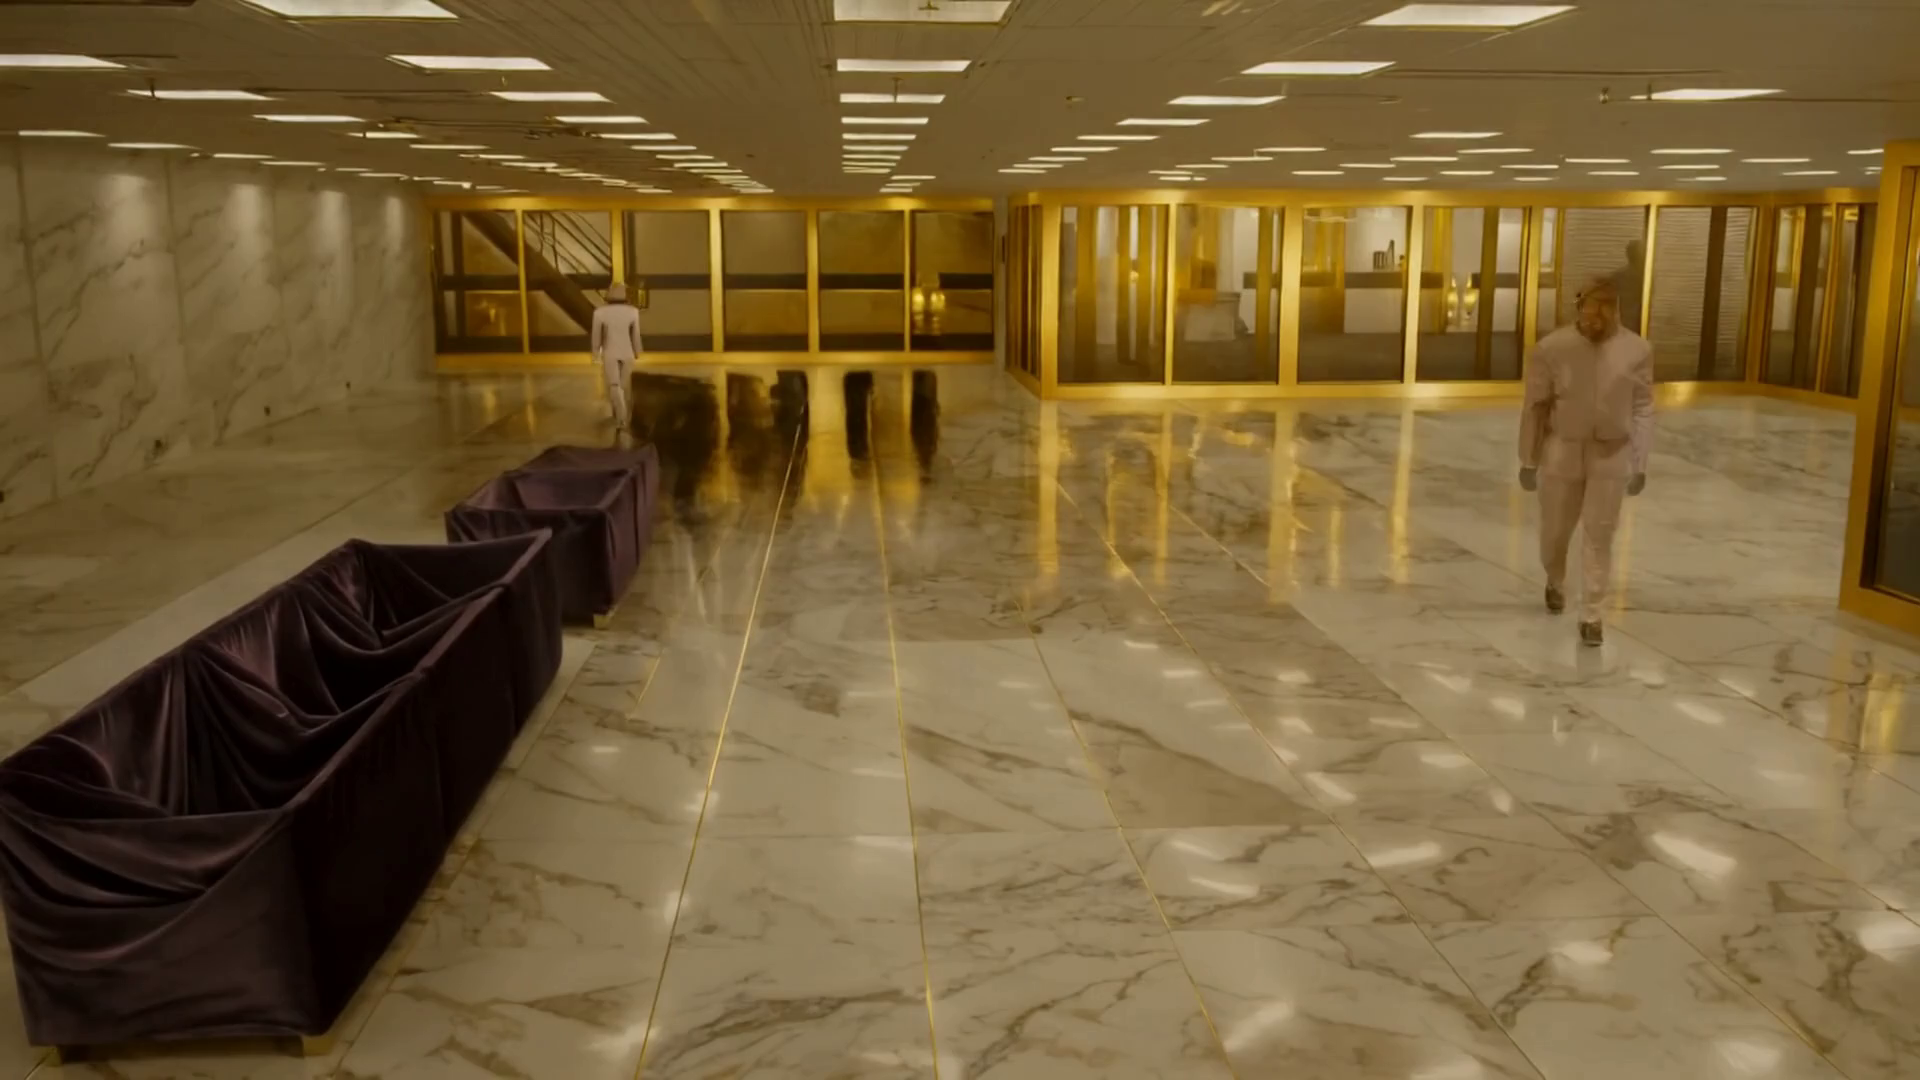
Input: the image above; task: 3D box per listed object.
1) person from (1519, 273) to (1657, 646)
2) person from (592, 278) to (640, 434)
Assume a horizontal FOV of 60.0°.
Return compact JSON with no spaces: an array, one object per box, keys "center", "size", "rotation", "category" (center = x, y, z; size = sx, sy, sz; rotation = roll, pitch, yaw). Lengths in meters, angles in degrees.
[{"center":[3.256,-0.447,8.674],"size":[0.652,1.879,0.827],"rotation":[3,11,15],"category":"person"},{"center":[-3.540,-1.897,17.222],"size":[0.504,1.612,0.704],"rotation":[-5,12,-27],"category":"person"}]
